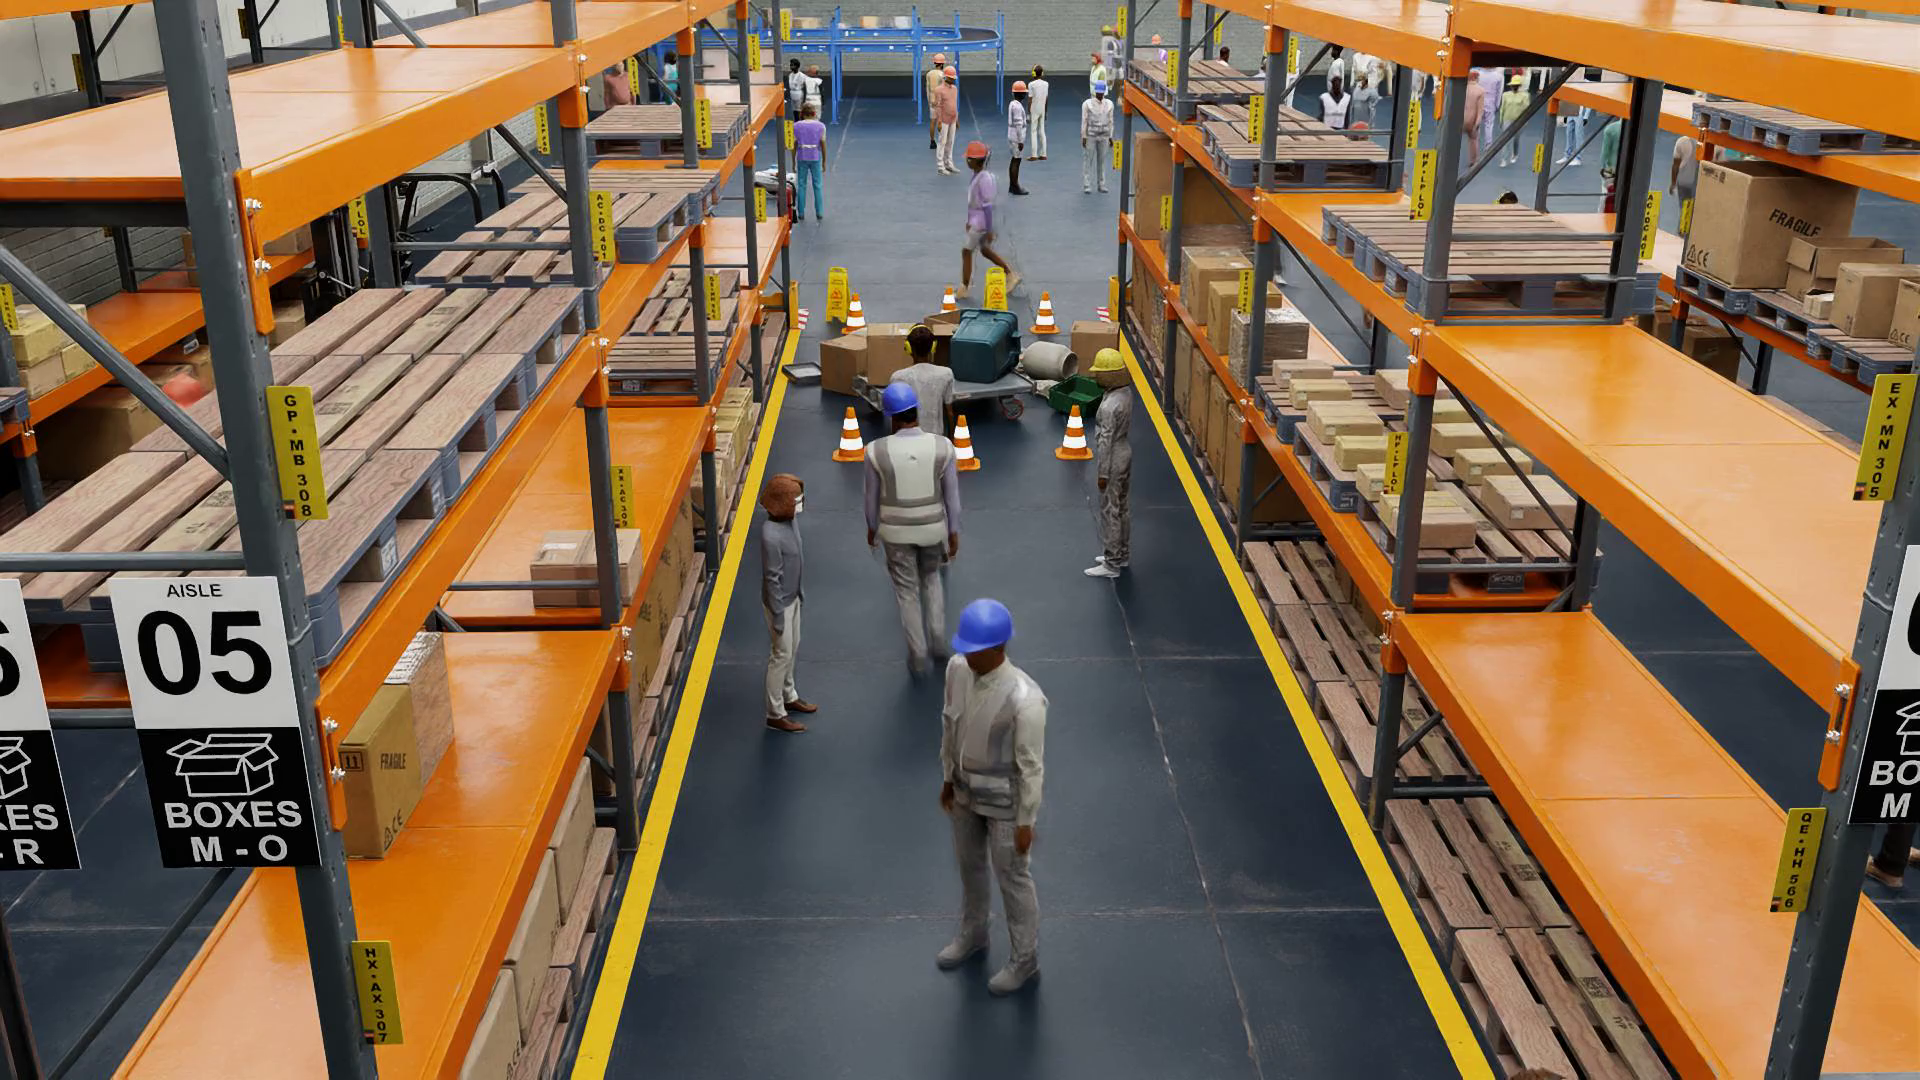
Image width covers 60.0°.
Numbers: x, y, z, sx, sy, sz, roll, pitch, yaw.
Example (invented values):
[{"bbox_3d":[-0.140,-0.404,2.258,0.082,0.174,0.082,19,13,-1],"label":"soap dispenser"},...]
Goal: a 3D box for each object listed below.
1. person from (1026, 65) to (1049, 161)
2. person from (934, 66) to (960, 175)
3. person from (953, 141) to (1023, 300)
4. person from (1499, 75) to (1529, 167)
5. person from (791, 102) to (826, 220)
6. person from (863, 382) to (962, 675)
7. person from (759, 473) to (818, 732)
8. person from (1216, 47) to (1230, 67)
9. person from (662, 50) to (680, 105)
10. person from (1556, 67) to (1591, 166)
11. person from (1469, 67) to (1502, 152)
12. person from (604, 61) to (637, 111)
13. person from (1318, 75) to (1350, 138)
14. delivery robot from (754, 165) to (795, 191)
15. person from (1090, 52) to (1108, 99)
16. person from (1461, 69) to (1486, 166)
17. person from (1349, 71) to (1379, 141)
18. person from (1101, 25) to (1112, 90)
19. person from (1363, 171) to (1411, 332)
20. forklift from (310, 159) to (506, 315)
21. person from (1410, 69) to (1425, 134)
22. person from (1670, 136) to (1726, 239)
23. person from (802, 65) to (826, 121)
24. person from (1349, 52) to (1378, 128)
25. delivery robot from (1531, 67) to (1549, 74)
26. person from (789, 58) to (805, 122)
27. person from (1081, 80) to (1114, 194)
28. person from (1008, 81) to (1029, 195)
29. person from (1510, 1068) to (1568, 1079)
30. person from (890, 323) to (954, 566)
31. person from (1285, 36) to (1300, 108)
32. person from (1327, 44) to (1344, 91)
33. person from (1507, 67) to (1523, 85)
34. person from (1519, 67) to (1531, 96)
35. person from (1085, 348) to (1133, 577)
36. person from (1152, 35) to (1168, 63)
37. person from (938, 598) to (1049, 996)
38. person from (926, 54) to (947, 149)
[{"bbox_3d":[1.527,-8.453,32.956,0.501,1.861,0.328,-16,26,-36],"label":"person"},{"bbox_3d":[-0.229,-7.878,31.252,0.387,1.988,0.608,15,26,35],"label":"person"},{"bbox_3d":[0.327,-4.048,21.113,0.970,2.010,0.609,-1,21,-3],"label":"person"},{"bbox_3d":[10.796,-8.190,32.431,0.535,1.742,0.811,9,23,23],"label":"person"},{"bbox_3d":[-2.421,-6.072,26.696,0.562,1.836,0.393,-3,21,-9],"label":"person"},{"bbox_3d":[-0.310,-0.082,10.751,0.621,1.908,0.594,-5,21,-12],"label":"person"},{"bbox_3d":[-1.045,0.370,9.958,0.289,1.622,0.508,3,21,7],"label":"person"},{"bbox_3d":[5.735,-9.903,36.721,0.408,1.907,0.598,-8,22,-20],"label":"person"},{"bbox_3d":[-6.529,-9.988,37.082,0.650,1.817,0.542,6,21,14],"label":"person"},{"bbox_3d":[12.042,-8.291,32.440,0.371,1.916,0.597,-10,23,-24],"label":"person"},{"bbox_3d":[10.765,-8.926,34.137,0.642,1.906,0.410,6,22,16],"label":"person"},{"bbox_3d":[-6.993,-8.967,34.276,0.653,1.891,0.637,-8,22,-20],"label":"person"},{"bbox_3d":[6.845,-7.564,30.541,0.605,1.904,0.614,-3,21,-9],"label":"person"},{"bbox_3d":[-3.218,-6.259,28.829,0.707,0.478,0.477,12,24,30],"label":"delivery robot"},{"bbox_3d":[2.999,-9.663,36.182,0.395,1.836,0.561,-5,21,-13],"label":"person"},{"bbox_3d":[9.765,-8.105,32.036,0.644,1.865,0.976,15,25,35],"label":"person"},{"bbox_3d":[7.468,-7.724,30.936,0.391,1.928,0.632,-11,23,-27],"label":"person"},{"bbox_3d":[4.070,-13.394,46.187,0.381,1.730,0.539,17,27,38],"label":"person"},{"bbox_3d":[5.020,-3.378,19.492,0.678,1.880,0.450,1,21,1],"label":"person"},{"bbox_3d":[-5.622,-2.910,17.832,2.313,2.155,1.214,-1,21,-1],"label":"forklift"},{"bbox_3d":[10.142,-9.982,36.994,0.316,1.860,0.513,-5,21,-13],"label":"person"},{"bbox_3d":[10.798,-5.302,24.369,0.693,2.000,1.007,12,24,28],"label":"person"},{"bbox_3d":[-3.102,-9.314,35.551,0.538,1.623,0.385,11,23,27],"label":"person"},{"bbox_3d":[9.259,-10.455,38.058,0.498,2.001,0.678,-19,28,-41],"label":"person"},{"bbox_3d":[17.287,-14.069,49.476,0.707,0.478,0.477,-13,25,-31],"label":"delivery robot"},{"bbox_3d":[-3.562,-9.665,36.395,0.320,1.690,0.535,-17,27,-38],"label":"person"},{"bbox_3d":[2.412,-7.071,29.185,0.602,1.940,0.402,-6,22,-16],"label":"person"},{"bbox_3d":[1.020,-7.023,29.061,0.354,1.939,0.544,-3,21,-9],"label":"person"},{"bbox_3d":[1.521,2.272,4.691,0.635,1.789,0.939,-15,25,-34],"label":"person"},{"bbox_3d":[-0.285,-0.693,12.425,0.533,1.868,0.310,-8,22,-19],"label":"person"},{"bbox_3d":[7.948,-11.146,40.035,0.573,1.883,0.356,-14,25,-32],"label":"person"},{"bbox_3d":[8.318,-10.023,36.950,0.367,1.966,0.606,8,22,20],"label":"person"},{"bbox_3d":[15.901,-13.874,47.403,0.531,1.772,0.301,-7,22,-19],"label":"person"},{"bbox_3d":[15.317,-12.886,44.858,0.373,1.728,0.596,2,21,5],"label":"person"},{"bbox_3d":[1.101,-0.569,12.293,0.322,1.734,0.488,8,22,20],"label":"person"},{"bbox_3d":[4.693,-11.122,39.913,0.541,1.929,0.385,4,21,11],"label":"person"},{"bbox_3d":[0.128,1.141,7.483,0.422,1.937,0.615,-16,26,-36],"label":"person"},{"bbox_3d":[-0.431,-9.097,34.541,0.552,1.936,0.358,16,26,36],"label":"person"}]
